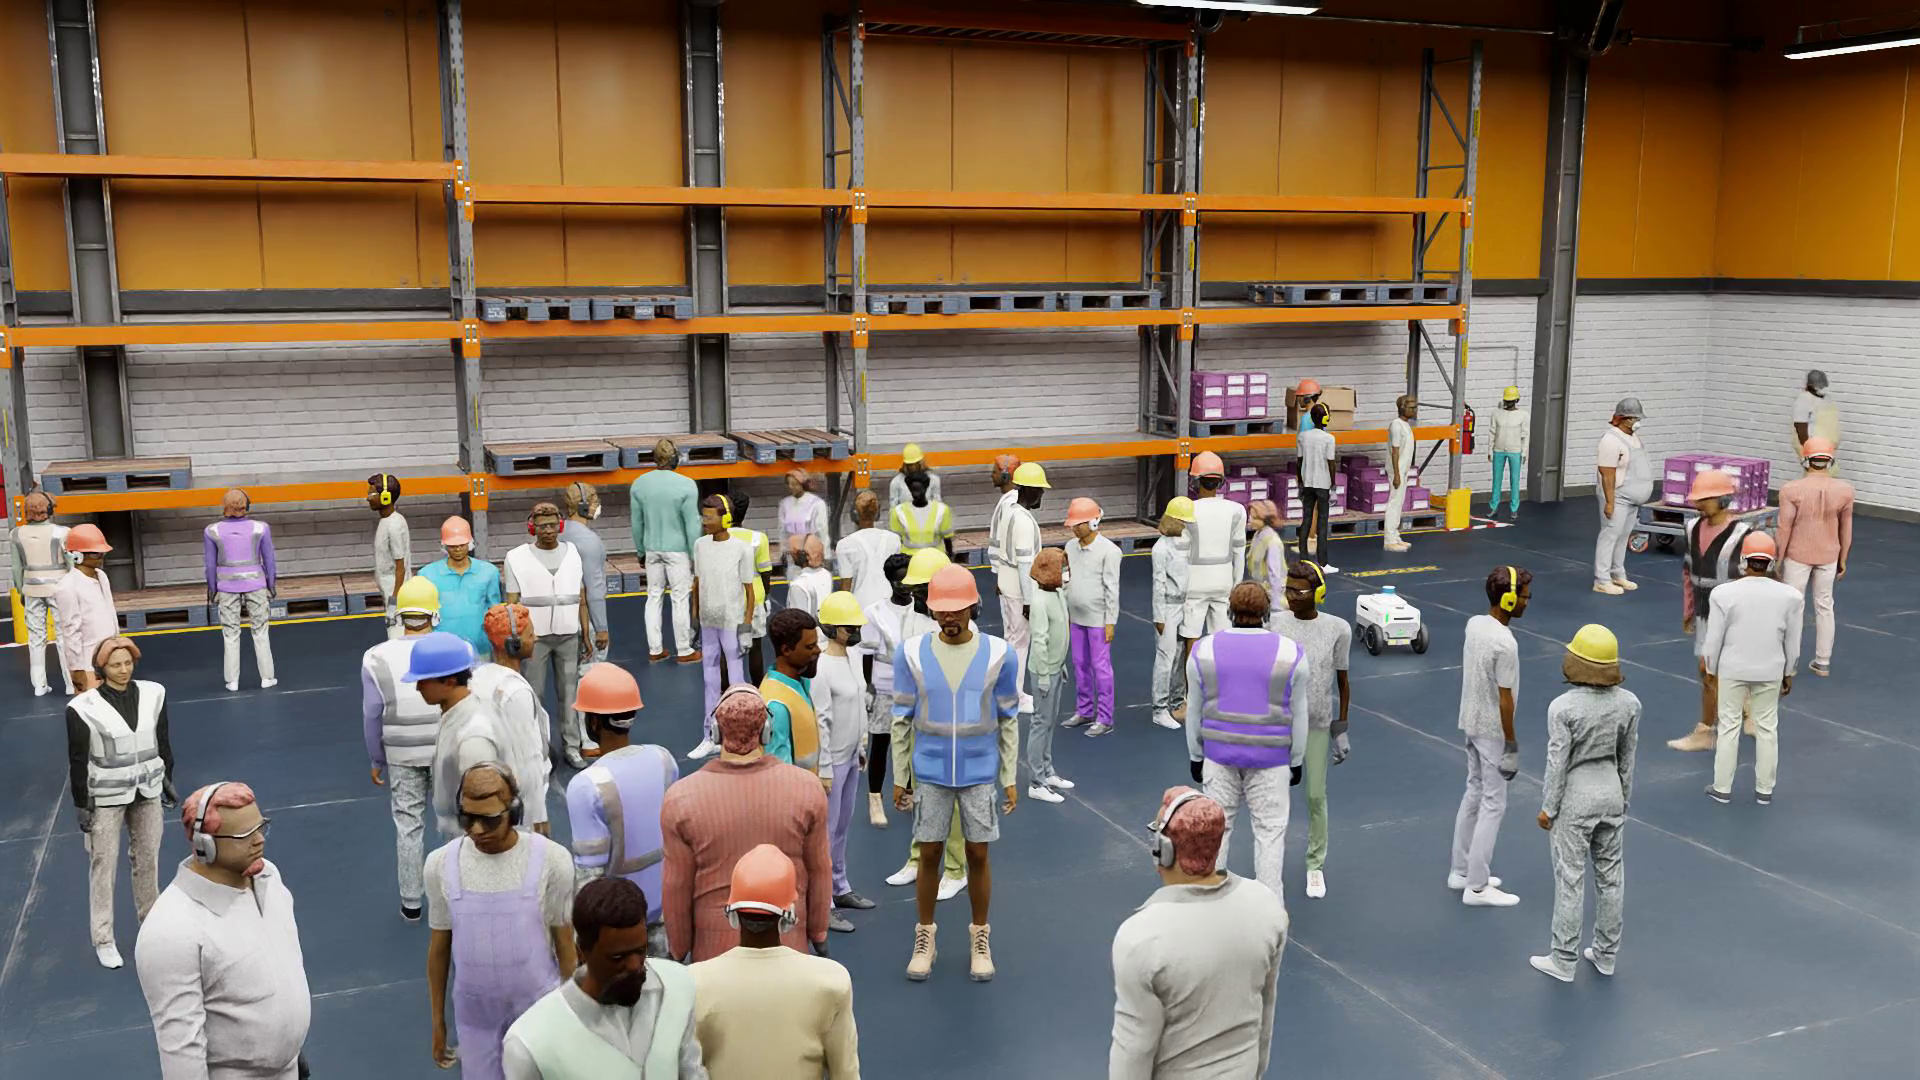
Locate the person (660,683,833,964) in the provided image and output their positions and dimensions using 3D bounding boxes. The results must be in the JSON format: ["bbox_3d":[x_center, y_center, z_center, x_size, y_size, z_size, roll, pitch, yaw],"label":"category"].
[{"bbox_3d":[-0.801,1.478,6.280,0.639,1.910,0.406,-2,10,-13],"label":"person"}]

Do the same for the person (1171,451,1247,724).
[{"bbox_3d":[1.807,0.361,12.328,0.607,2.044,0.378,-3,10,-17],"label":"person"}]

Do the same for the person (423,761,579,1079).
[{"bbox_3d":[-1.548,1.626,5.654,0.517,1.835,0.361,0,10,-1],"label":"person"}]

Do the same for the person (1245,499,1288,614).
[{"bbox_3d":[2.376,0.487,12.830,0.362,1.620,0.548,0,10,0],"label":"person"}]

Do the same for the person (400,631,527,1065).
[{"bbox_3d":[-2.103,1.318,7.166,0.508,1.919,0.664,-4,10,-20],"label":"person"}]

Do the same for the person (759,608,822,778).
[{"bbox_3d":[-0.795,1.247,7.579,0.374,1.917,0.597,0,10,-1],"label":"person"}]

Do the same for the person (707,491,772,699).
[{"bbox_3d":[-1.691,0.470,12.690,0.531,1.698,0.320,0,10,-1],"label":"person"}]

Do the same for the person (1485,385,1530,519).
[{"bbox_3d":[7.198,-1.155,21.868,0.523,1.766,0.315,6,11,30],"label":"person"}]

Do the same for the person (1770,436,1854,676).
[{"bbox_3d":[7.027,0.136,13.759,0.622,1.992,0.395,0,10,2],"label":"person"}]

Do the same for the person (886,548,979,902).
[{"bbox_3d":[-0.146,0.990,9.034,0.377,1.929,0.585,-10,14,-44],"label":"person"}]

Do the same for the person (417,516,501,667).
[{"bbox_3d":[-3.352,0.704,11.183,0.560,1.752,0.324,-4,11,-23],"label":"person"}]

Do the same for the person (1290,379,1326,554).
[{"bbox_3d":[4.041,-0.850,19.348,0.407,2.037,0.608,5,11,27],"label":"person"}]

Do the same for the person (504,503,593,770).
[{"bbox_3d":[-2.764,0.656,11.193,0.571,1.845,0.382,-6,11,-30],"label":"person"}]

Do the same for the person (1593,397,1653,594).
[{"bbox_3d":[6.828,-0.465,17.092,0.535,2.000,0.684,8,13,40],"label":"person"}]

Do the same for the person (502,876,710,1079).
[{"bbox_3d":[-0.919,1.794,4.479,0.439,1.902,0.594,7,12,34],"label":"person"}]

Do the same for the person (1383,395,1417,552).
[{"bbox_3d":[5.161,-0.786,19.512,0.324,1.842,0.514,5,11,25],"label":"person"}]

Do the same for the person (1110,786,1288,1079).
[{"bbox_3d":[0.682,1.684,5.093,0.638,1.911,0.402,-7,12,-33],"label":"person"}]

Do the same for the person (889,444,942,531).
[{"bbox_3d":[-0.427,-0.072,15.831,0.504,1.714,0.619,-3,10,-14],"label":"person"}]

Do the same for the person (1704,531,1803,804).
[{"bbox_3d":[5.016,0.810,10.571,0.559,1.752,0.325,2,10,11],"label":"person"}]

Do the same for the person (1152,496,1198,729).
[{"bbox_3d":[1.605,0.529,12.265,0.321,1.729,0.486,8,13,40],"label":"person"}]

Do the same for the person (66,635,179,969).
[{"bbox_3d":[-4.131,1.273,8.234,0.312,1.639,0.518,7,12,33],"label":"person"}]

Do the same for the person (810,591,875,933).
[{"bbox_3d":[-0.620,1.134,8.672,0.314,1.769,0.524,3,10,17],"label":"person"}]

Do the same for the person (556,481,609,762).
[{"bbox_3d":[-2.605,0.557,11.497,0.373,1.940,0.627,-8,13,-39],"label":"person"}]

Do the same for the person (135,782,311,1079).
[{"bbox_3d":[-2.217,1.672,5.167,0.407,1.908,0.641,1,10,4],"label":"person"}]

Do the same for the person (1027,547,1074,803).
[{"bbox_3d":[0.580,0.850,10.689,0.285,1.633,0.500,3,10,17],"label":"person"}]

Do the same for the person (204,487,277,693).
[{"bbox_3d":[-5.723,0.400,13.264,0.523,1.640,0.306,-4,11,-21],"label":"person"}]

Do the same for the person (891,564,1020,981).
[{"bbox_3d":[-0.025,1.116,7.975,0.616,2.041,0.379,0,10,2],"label":"person"}]

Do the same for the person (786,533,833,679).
[{"bbox_3d":[-1.002,0.760,11.178,0.311,1.642,0.523,3,10,19],"label":"person"}]

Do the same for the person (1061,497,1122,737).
[{"bbox_3d":[0.927,0.547,12.129,0.354,1.738,0.576,-8,12,-37],"label":"person"}]

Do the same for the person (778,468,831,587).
[{"bbox_3d":[-1.353,0.160,14.690,0.557,1.620,0.408,6,11,29],"label":"person"}]

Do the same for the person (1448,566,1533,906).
[{"bbox_3d":[2.855,1.047,8.928,0.338,1.855,0.526,-1,10,-7],"label":"person"}]

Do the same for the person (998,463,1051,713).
[{"bbox_3d":[0.489,0.364,12.673,0.397,1.920,0.586,-1,10,-6],"label":"person"}]

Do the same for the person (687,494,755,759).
[{"bbox_3d":[-1.648,0.605,11.429,0.512,1.869,0.328,5,11,24],"label":"person"}]

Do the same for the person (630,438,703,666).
[{"bbox_3d":[-2.481,0.106,14.096,0.628,1.939,0.375,3,10,19],"label":"person"}]

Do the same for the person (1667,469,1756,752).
[{"bbox_3d":[5.423,0.488,11.709,0.840,2.015,0.616,-3,10,-15],"label":"person"}]

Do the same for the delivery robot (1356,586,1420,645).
[{"bbox_3d":[3.775,0.649,14.682,0.477,0.478,0.707,-1,10,-8],"label":"delivery robot"}]

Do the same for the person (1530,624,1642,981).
[{"bbox_3d":[3.013,1.258,8.015,0.486,1.746,0.290,-3,10,-16],"label":"person"}]

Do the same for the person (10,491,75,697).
[{"bbox_3d":[-7.167,0.431,13.084,0.514,1.641,0.307,-1,10,-3],"label":"person"}]

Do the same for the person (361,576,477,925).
[{"bbox_3d":[-2.791,1.097,8.689,0.591,1.834,0.404,-3,10,-15],"label":"person"}]

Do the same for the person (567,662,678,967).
[{"bbox_3d":[-1.337,1.428,6.484,0.371,1.935,0.551,6,11,29],"label":"person"}]

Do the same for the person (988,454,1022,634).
[{"bbox_3d":[0.390,0.238,13.495,0.355,1.883,0.573,1,10,8],"label":"person"}]

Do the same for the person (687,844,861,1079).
[{"bbox_3d":[-0.586,1.772,5.031,0.572,1.749,0.342,-1,10,-6],"label":"person"}]

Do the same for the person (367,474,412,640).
[{"bbox_3d":[-4.251,0.431,12.422,0.329,1.873,0.512,-4,11,-23],"label":"person"}]

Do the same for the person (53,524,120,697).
[{"bbox_3d":[-5.650,0.758,10.873,0.335,1.749,0.576,-1,10,-5],"label":"person"}]

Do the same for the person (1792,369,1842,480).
[{"bbox_3d":[11.185,-1.262,21.687,0.718,2.000,0.574,-5,11,-28],"label":"person"}]

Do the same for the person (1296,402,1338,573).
[{"bbox_3d":[3.904,-0.566,18.164,0.328,1.873,0.518,-9,13,-42],"label":"person"}]

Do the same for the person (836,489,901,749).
[{"bbox_3d":[-0.653,0.558,11.762,0.505,1.847,0.344,-6,11,-30],"label":"person"}]

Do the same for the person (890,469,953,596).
[{"bbox_3d":[-0.337,0.196,14.342,0.562,1.672,0.534,-1,10,-4],"label":"person"}]

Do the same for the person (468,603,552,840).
[{"bbox_3d":[-2.086,1.225,7.816,0.356,1.883,0.573,-8,13,-38],"label":"person"}]

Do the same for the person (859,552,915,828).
[{"bbox_3d":[-0.362,0.907,10.178,0.538,1.695,0.320,-5,11,-25],"label":"person"}]

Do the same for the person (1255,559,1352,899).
[{"bbox_3d":[1.856,1.020,9.047,0.534,1.863,0.310,4,10,20],"label":"person"}]

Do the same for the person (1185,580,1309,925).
[{"bbox_3d":[1.478,1.117,8.607,0.628,1.836,0.432,3,10,19],"label":"person"}]
